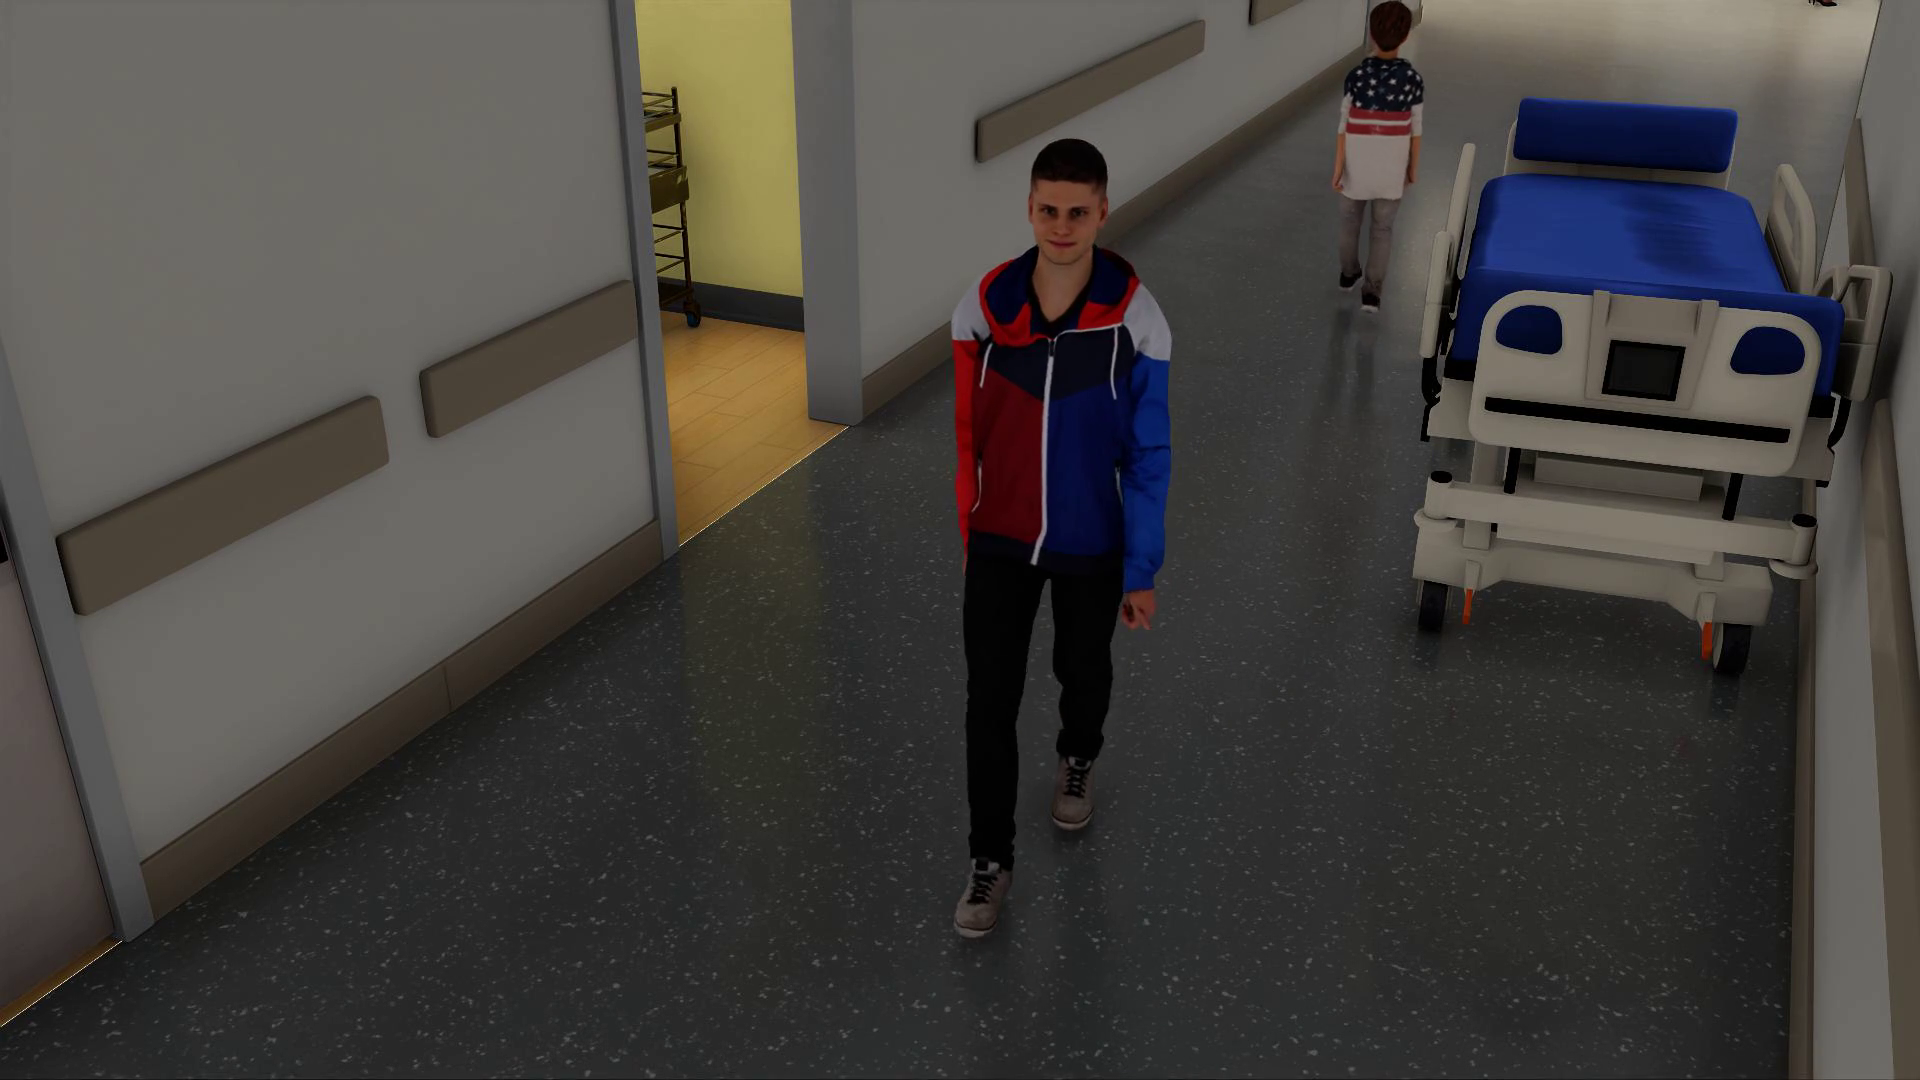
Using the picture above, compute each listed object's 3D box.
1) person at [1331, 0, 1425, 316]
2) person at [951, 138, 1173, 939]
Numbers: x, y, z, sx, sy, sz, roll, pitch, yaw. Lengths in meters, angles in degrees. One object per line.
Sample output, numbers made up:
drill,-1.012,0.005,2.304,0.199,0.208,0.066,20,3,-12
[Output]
person,1.922,-1.725,7.693,0.943,1.407,0.694,7,27,14
person,0.236,-0.039,3.822,1.000,1.731,0.856,6,26,12
